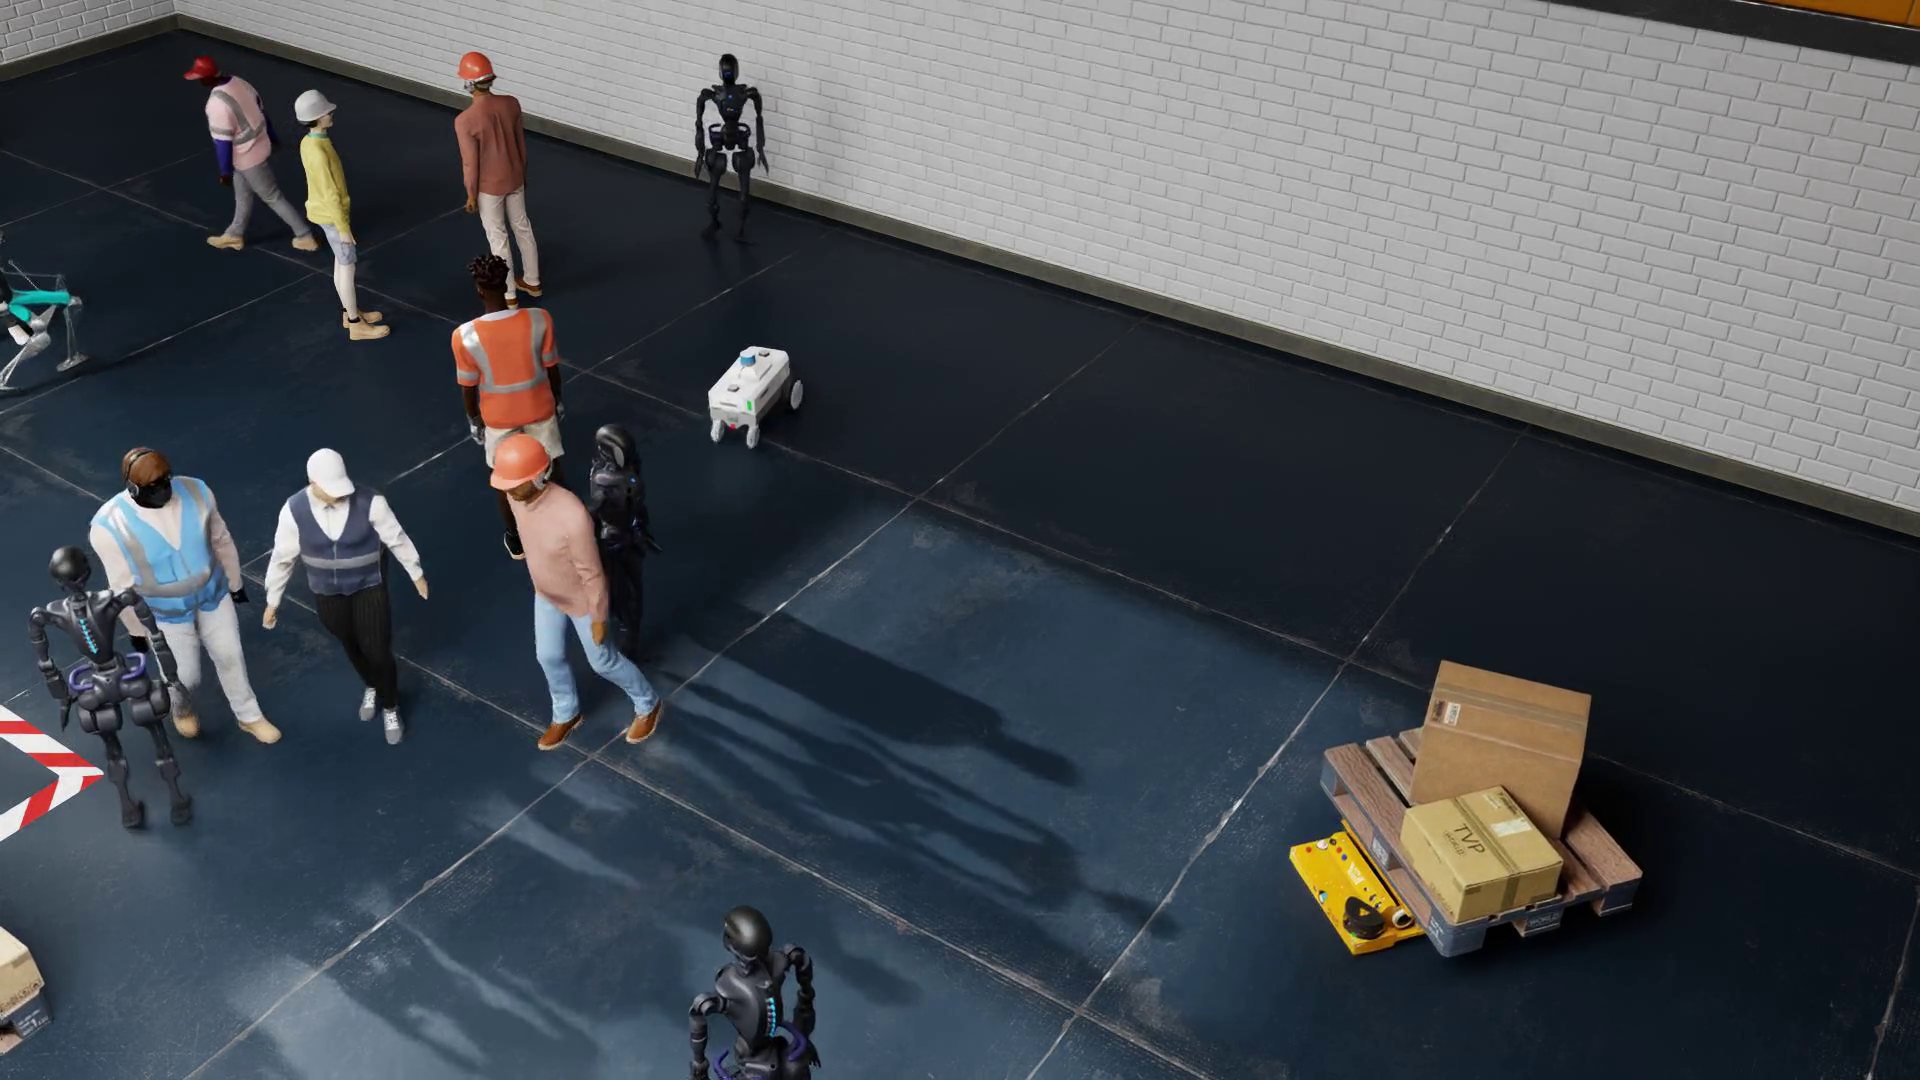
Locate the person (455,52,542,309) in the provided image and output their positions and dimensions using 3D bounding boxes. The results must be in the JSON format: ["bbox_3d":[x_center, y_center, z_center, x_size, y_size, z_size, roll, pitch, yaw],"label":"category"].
[{"bbox_3d":[-3.525,-2.723,12.652,0.376,1.994,0.607,21,40,27],"label":"person"}]

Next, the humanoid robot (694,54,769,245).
[{"bbox_3d":[-1.889,-3.194,13.607,0.611,1.643,0.450,-8,36,-11],"label":"humanoid robot"}]

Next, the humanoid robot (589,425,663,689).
[{"bbox_3d":[-1.818,0.080,8.924,0.368,1.643,0.614,9,36,12],"label":"humanoid robot"}]

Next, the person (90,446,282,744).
[{"bbox_3d":[-3.945,0.308,8.462,0.495,1.827,0.656,27,43,33],"label":"person"}]

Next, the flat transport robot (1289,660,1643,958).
[{"bbox_3d":[2.393,1.551,8.047,1.431,0.231,0.659,-10,36,-14],"label":"flat transport robot"}]

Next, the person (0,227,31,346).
[{"bbox_3d":[-7.255,-2.251,12.081,0.525,1.876,0.324,-21,40,-27],"label":"person"}]

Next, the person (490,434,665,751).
[{"bbox_3d":[-1.954,0.239,8.474,0.631,1.950,0.725,24,41,30],"label":"person"}]

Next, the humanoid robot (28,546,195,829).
[{"bbox_3d":[-4.050,0.716,8.006,0.605,1.648,0.344,-14,37,-19],"label":"humanoid robot"}]

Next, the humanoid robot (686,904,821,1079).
[{"bbox_3d":[-0.780,1.988,6.193,0.608,1.652,0.336,-27,43,-33],"label":"humanoid robot"}]

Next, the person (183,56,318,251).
[{"bbox_3d":[-5.797,-3.136,13.510,0.902,1.682,0.661,-2,35,-3],"label":"person"}]

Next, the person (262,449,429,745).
[{"bbox_3d":[-3.171,0.297,8.560,0.774,1.726,0.655,-4,35,-5],"label":"person"}]

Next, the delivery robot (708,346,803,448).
[{"bbox_3d":[-1.442,-1.035,11.494,0.499,0.596,0.795,11,36,15],"label":"delivery robot"}]

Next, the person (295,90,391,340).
[{"bbox_3d":[-4.600,-2.379,12.249,0.385,1.894,0.473,-16,38,-21],"label":"person"}]

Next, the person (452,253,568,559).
[{"bbox_3d":[-2.650,-0.784,9.921,0.601,1.957,0.389,-13,37,-18],"label":"person"}]

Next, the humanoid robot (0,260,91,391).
[{"bbox_3d":[-6.581,-1.840,11.639,0.998,1.742,0.550,-22,41,-28],"label":"humanoid robot"}]
